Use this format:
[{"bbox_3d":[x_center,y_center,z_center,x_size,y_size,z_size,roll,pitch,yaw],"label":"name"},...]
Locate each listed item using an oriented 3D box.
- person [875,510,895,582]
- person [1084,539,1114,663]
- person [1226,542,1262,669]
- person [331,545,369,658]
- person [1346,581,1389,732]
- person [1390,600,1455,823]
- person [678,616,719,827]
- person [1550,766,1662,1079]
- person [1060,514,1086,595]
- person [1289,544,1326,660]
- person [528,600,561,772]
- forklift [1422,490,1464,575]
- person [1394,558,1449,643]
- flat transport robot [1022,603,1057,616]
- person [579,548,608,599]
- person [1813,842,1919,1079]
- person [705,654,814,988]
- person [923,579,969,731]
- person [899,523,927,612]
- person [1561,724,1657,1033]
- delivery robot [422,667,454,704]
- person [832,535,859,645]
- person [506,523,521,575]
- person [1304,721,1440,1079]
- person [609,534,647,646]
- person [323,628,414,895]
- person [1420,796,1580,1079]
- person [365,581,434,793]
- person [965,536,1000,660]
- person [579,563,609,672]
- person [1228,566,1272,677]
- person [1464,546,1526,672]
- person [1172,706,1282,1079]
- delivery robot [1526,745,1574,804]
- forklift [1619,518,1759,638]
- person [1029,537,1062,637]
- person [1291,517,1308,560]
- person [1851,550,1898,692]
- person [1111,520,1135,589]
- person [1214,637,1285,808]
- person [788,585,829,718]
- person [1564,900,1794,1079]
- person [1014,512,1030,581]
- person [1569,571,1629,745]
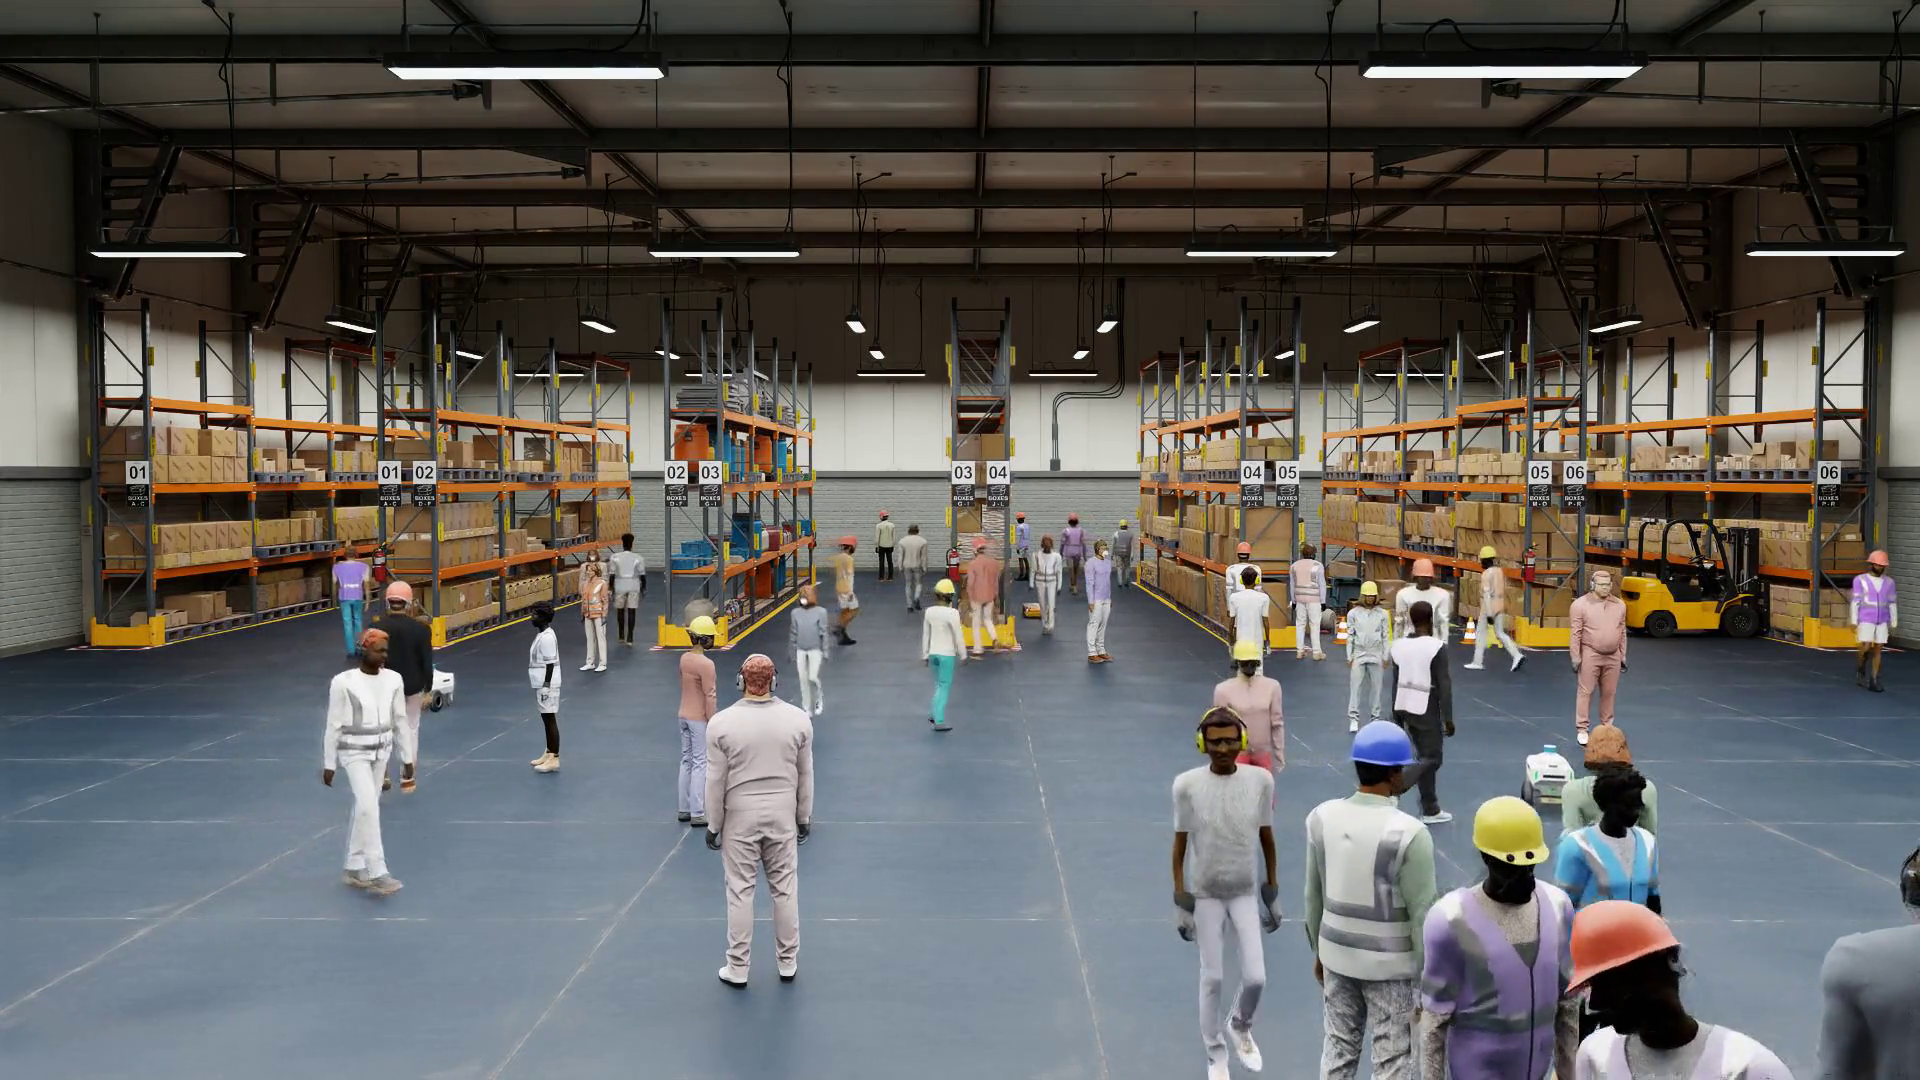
[{"bbox_3d":[-2.098,0.164,44.967,0.615,1.986,0.407,-1,3,-33],"label":"person"},{"bbox_3d":[2.206,0.960,25.496,0.367,1.939,0.634,2,3,37],"label":"person"},{"bbox_3d":[4.318,0.997,24.575,0.544,1.939,0.354,0,2,9],"label":"person"},{"bbox_3d":[-9.948,0.996,26.333,0.566,1.802,0.899,-1,3,-28],"label":"person"},{"bbox_3d":[4.679,1.336,18.523,0.487,1.737,0.346,0,2,4],"label":"person"},{"bbox_3d":[3.835,1.457,13.602,0.739,1.890,0.617,-1,3,-25],"label":"person"},{"bbox_3d":[-2.197,1.520,13.665,0.335,1.757,0.517,-2,3,-39],"label":"person"},{"bbox_3d":[2.939,1.828,7.287,0.538,1.641,0.888,-1,2,-23],"label":"person"},{"bbox_3d":[2.782,0.354,40.090,0.630,1.984,1.031,-1,2,-13],"label":"person"},{"bbox_3d":[5.619,0.989,25.966,0.619,1.845,0.430,2,3,41],"label":"person"},{"bbox_3d":[-4.146,1.451,16.120,0.317,1.695,0.540,-1,2,-19],"label":"person"},{"bbox_3d":[13.926,-0.371,47.846,1.873,2.768,1.129,0,2,0],"label":"forklift"},{"bbox_3d":[5.401,1.193,18.933,0.616,2.005,0.882,0,2,12],"label":"person"},{"bbox_3d":[1.666,1.462,34.055,0.652,0.197,1.431,0,2,-1],"label":"flat transport robot"},{"bbox_3d":[-6.728,0.961,29.609,0.526,1.604,0.738,0,2,-9],"label":"person"},{"bbox_3d":[2.817,1.794,4.657,0.658,1.922,0.450,1,2,22],"label":"person"},{"bbox_3d":[-1.174,1.615,9.395,0.649,1.907,0.409,-1,2,-21],"label":"person"},{"bbox_3d":[-0.161,1.326,18.621,0.455,1.752,0.531,-2,3,-40],"label":"person"},{"bbox_3d":[-1.017,0.596,34.926,0.638,1.924,0.437,0,2,2],"label":"person"},{"bbox_3d":[3.401,1.786,8.488,0.501,1.631,0.286,0,2,1],"label":"person"},{"bbox_3d":[-6.704,1.818,20.408,0.477,0.478,0.707,0,2,11],"label":"delivery robot"},{"bbox_3d":[-1.963,0.868,28.082,0.445,1.917,0.571,-1,3,-29],"label":"person"},{"bbox_3d":[-11.175,0.449,40.210,0.604,1.796,0.910,0,2,9],"label":"person"},{"bbox_3d":[1.689,1.708,6.573,0.409,1.943,0.614,-2,3,-39],"label":"person"},{"bbox_3d":[-5.795,0.855,28.182,0.641,1.924,0.925,0,2,-11],"label":"person"},{"bbox_3d":[-4.115,1.561,11.427,0.836,1.849,0.600,1,3,31],"label":"person"},{"bbox_3d":[1.803,1.782,5.600,0.591,1.886,0.923,-1,3,-26],"label":"person"},{"bbox_3d":[-5.169,1.364,14.867,0.619,1.976,0.643,0,2,-9],"label":"person"},{"bbox_3d":[0.373,0.926,25.818,0.633,1.976,0.541,-1,3,-33],"label":"person"},{"bbox_3d":[-5.493,1.156,24.267,0.522,1.639,0.305,1,3,33],"label":"person"},{"bbox_3d":[3.475,1.245,19.344,0.513,1.866,0.336,1,2,24],"label":"person"},{"bbox_3d":[8.055,1.032,24.297,0.589,1.897,0.870,-2,3,-40],"label":"person"},{"bbox_3d":[1.282,1.709,7.730,0.536,1.850,0.407,0,2,-1],"label":"person"},{"bbox_3d":[5.218,2.061,14.285,0.477,0.478,0.707,1,2,14],"label":"delivery robot"},{"bbox_3d":[13.417,0.684,29.791,2.313,2.155,1.214,0,2,0],"label":"forklift"},{"bbox_3d":[1.585,0.850,29.765,0.587,1.831,1.009,0,2,10],"label":"person"},{"bbox_3d":[8.987,0.321,42.767,0.429,1.842,0.636,1,3,33],"label":"person"},{"bbox_3d":[12.498,1.101,22.053,0.580,1.926,0.387,0,2,4],"label":"person"},{"bbox_3d":[4.243,0.373,42.101,0.609,1.783,0.934,0,2,4],"label":"person"},{"bbox_3d":[2.138,1.580,12.104,0.543,1.748,0.539,0,2,-8],"label":"person"},{"bbox_3d":[-1.848,1.354,19.515,0.519,1.617,0.345,1,2,23],"label":"person"},{"bbox_3d":[1.783,1.846,3.979,0.395,1.883,0.661,-2,3,-43],"label":"person"},{"bbox_3d":[1.731,0.178,45.337,0.389,1.929,0.545,2,3,36],"label":"person"},{"bbox_3d":[7.006,1.287,17.662,0.654,1.904,0.406,0,2,-7],"label":"person"}]
